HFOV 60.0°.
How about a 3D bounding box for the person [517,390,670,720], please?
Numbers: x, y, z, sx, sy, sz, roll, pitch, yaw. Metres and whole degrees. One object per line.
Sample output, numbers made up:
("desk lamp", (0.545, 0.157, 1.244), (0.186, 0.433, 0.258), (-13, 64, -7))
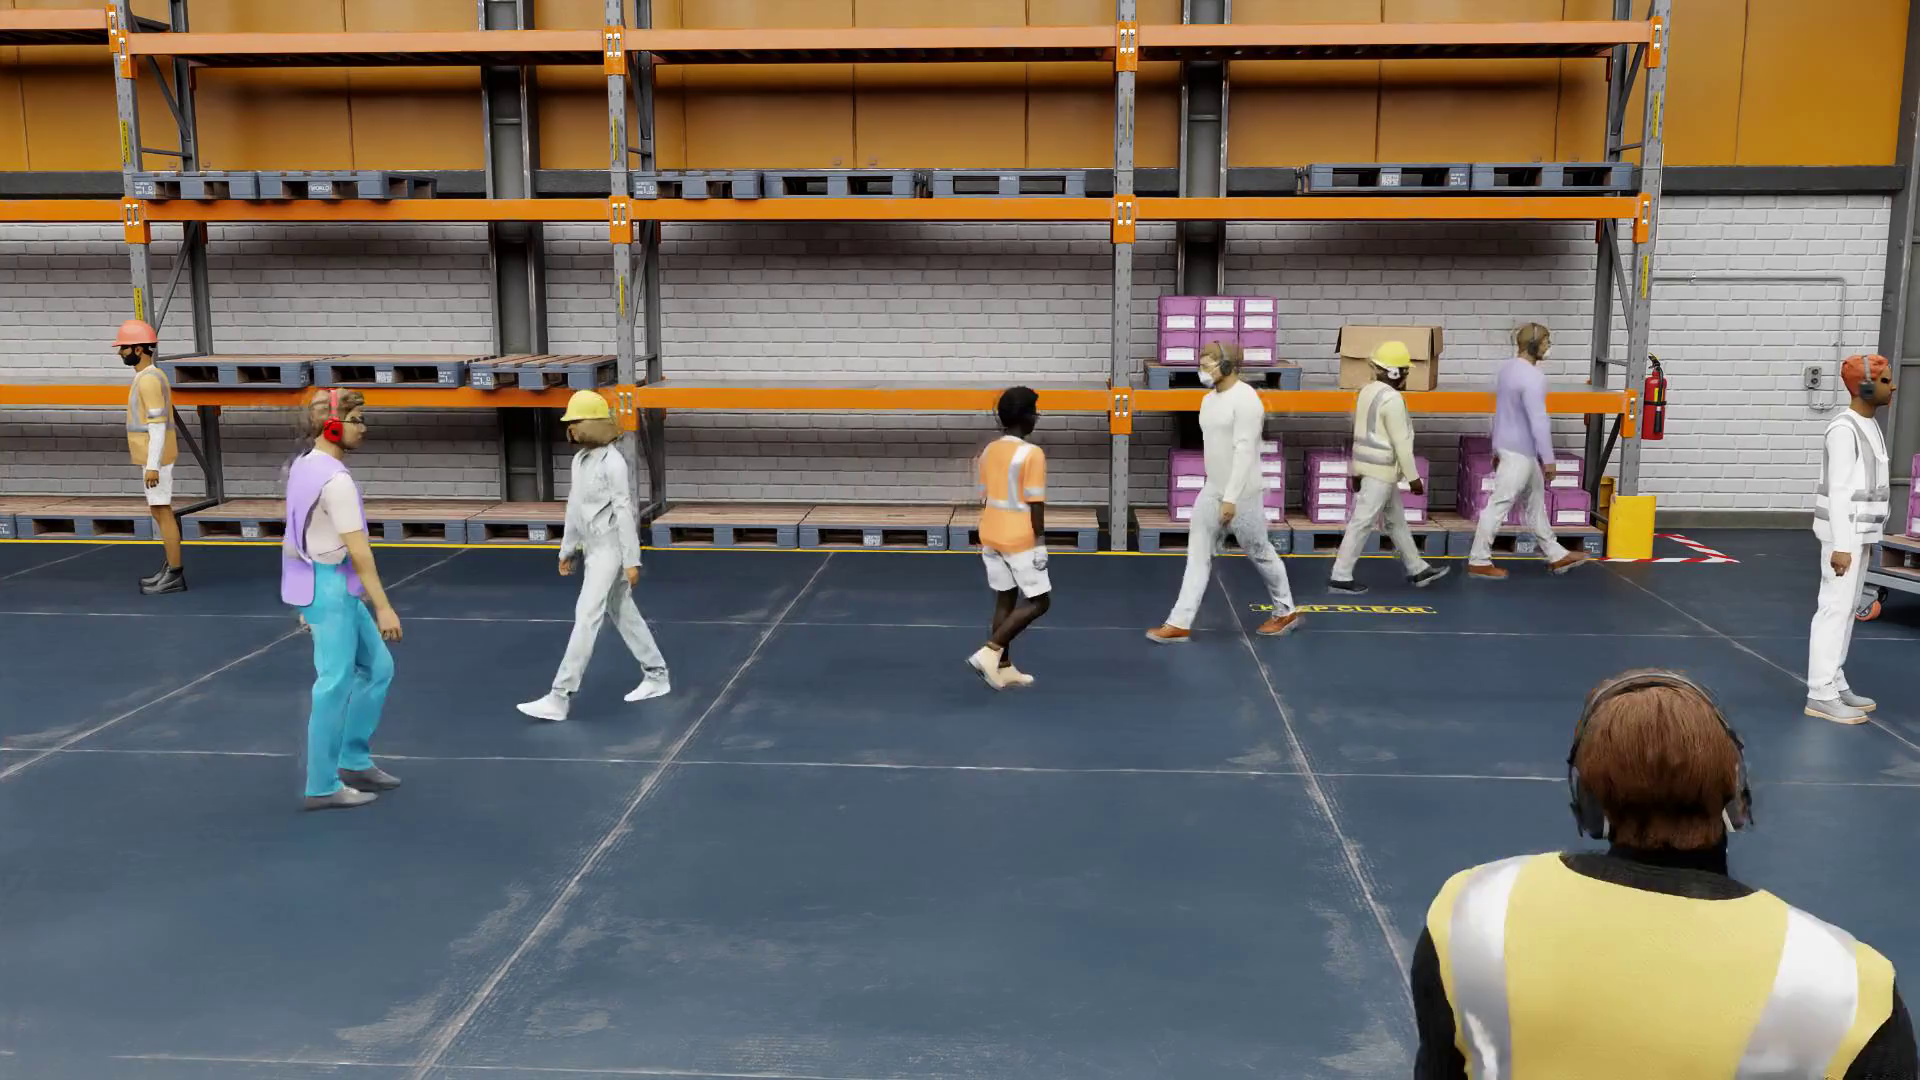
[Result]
("person", (-1.899, 0.068, 8.662), (0.918, 1.692, 0.503), (-7, 12, -34))

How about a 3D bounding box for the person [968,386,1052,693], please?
("person", (0.247, 0.014, 8.962), (0.426, 1.684, 0.557), (-6, 11, -31))

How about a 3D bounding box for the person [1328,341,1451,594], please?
("person", (3.035, -0.494, 11.679), (0.932, 1.777, 0.593), (0, 10, -3))

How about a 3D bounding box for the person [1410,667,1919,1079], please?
("person", (0.931, 1.088, 2.299), (0.671, 1.833, 0.430), (8, 12, 38))

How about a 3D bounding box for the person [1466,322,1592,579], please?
("person", (4.212, -0.634, 12.171), (0.989, 1.889, 0.661), (1, 10, 4))

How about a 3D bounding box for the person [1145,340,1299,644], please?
("person", (1.681, -0.294, 10.272), (1.063, 1.878, 0.648), (-5, 11, -26))

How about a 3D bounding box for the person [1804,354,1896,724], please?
("person", (4.592, -0.012, 8.565), (0.349, 1.884, 0.584), (8, 12, 38))

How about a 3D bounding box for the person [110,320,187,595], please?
("person", (-5.724, -0.581, 11.739), (0.376, 1.936, 0.549), (-4, 11, -24))

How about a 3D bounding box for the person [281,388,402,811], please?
("person", (-2.610, 0.259, 7.148), (0.575, 1.822, 0.572), (-5, 11, -26))
